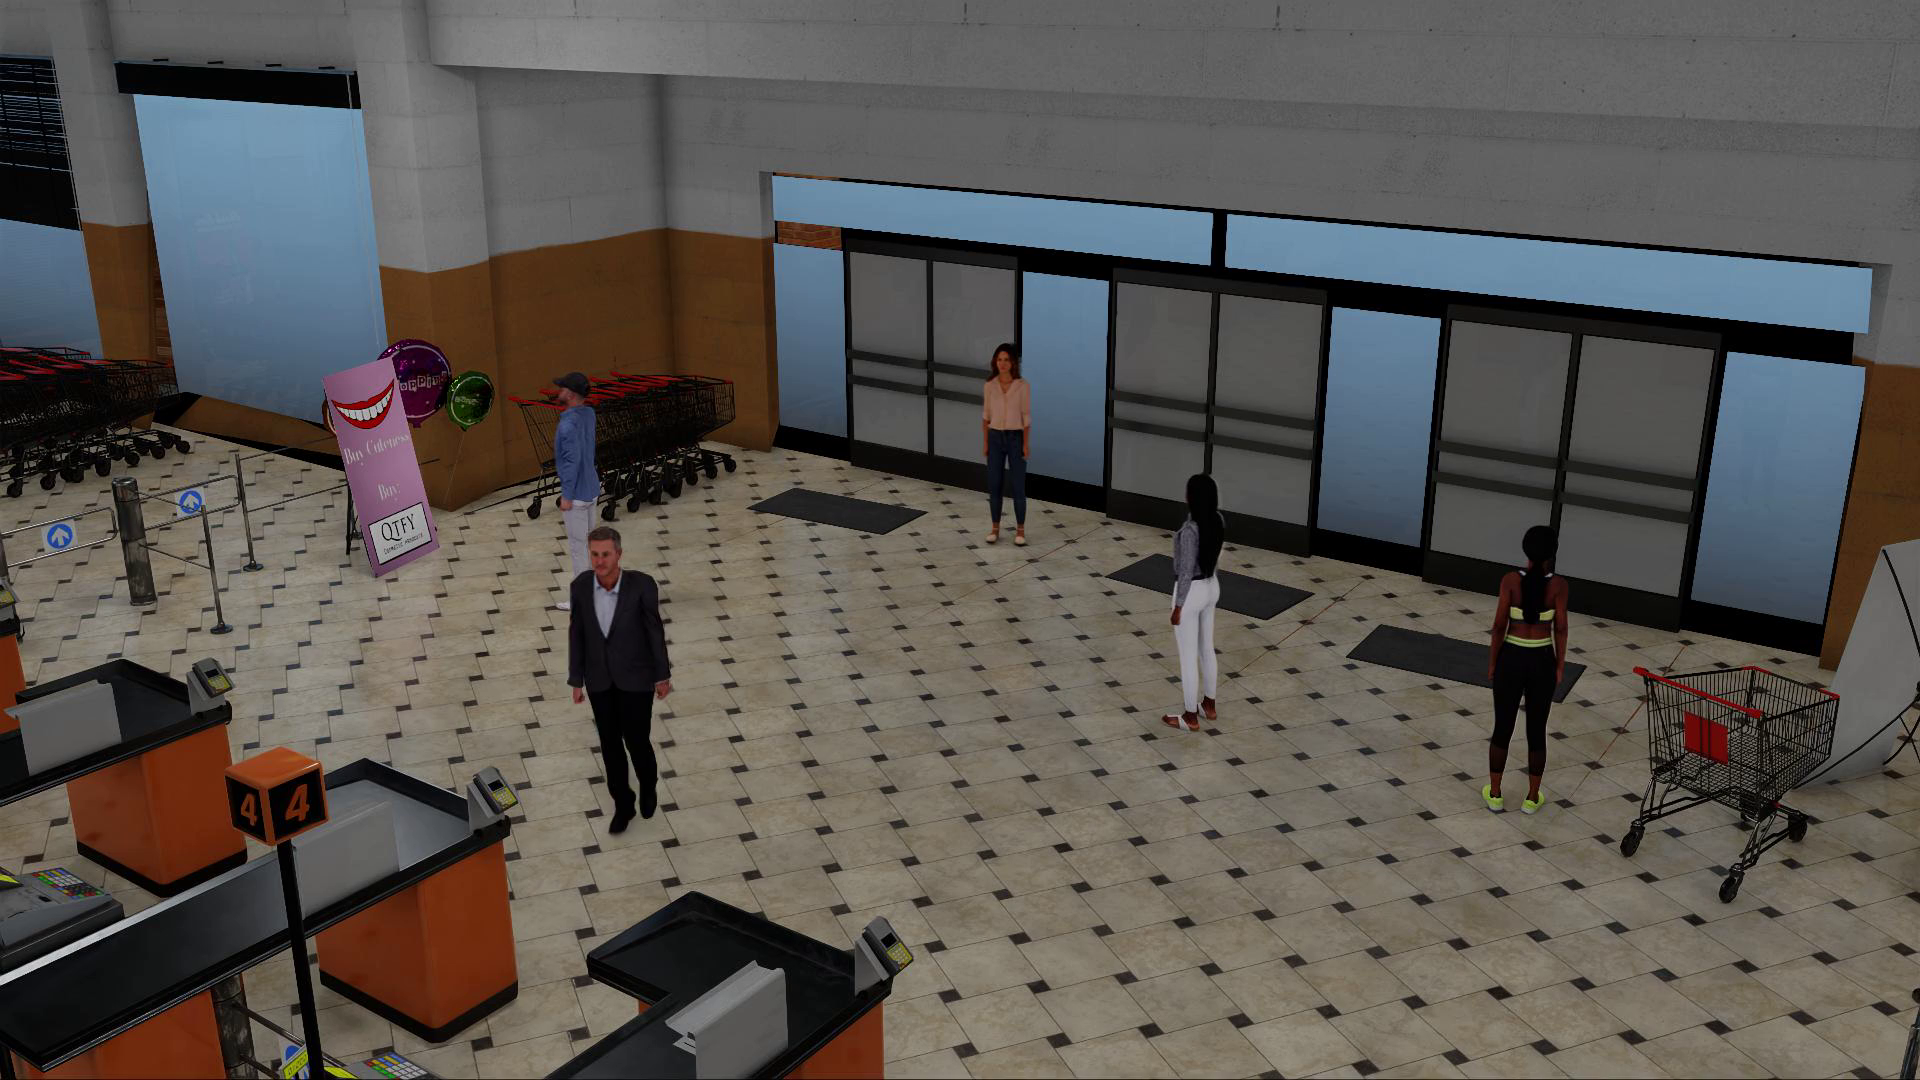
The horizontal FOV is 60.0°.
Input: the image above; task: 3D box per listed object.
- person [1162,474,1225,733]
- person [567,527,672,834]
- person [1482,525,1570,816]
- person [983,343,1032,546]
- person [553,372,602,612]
[{"bbox_3d":[1.536,0.394,10.830,0.679,1.724,0.471,16,24,39],"label":"person"},{"bbox_3d":[-1.935,0.765,9.563,0.864,1.831,0.859,2,19,7],"label":"person"},{"bbox_3d":[3.301,0.756,9.709,0.629,1.754,0.608,5,19,15],"label":"person"},{"bbox_3d":[0.412,-0.832,14.368,0.660,1.787,0.656,4,19,13],"label":"person"},{"bbox_3d":[-2.959,-0.388,12.896,0.798,1.885,0.672,3,19,8],"label":"person"}]
